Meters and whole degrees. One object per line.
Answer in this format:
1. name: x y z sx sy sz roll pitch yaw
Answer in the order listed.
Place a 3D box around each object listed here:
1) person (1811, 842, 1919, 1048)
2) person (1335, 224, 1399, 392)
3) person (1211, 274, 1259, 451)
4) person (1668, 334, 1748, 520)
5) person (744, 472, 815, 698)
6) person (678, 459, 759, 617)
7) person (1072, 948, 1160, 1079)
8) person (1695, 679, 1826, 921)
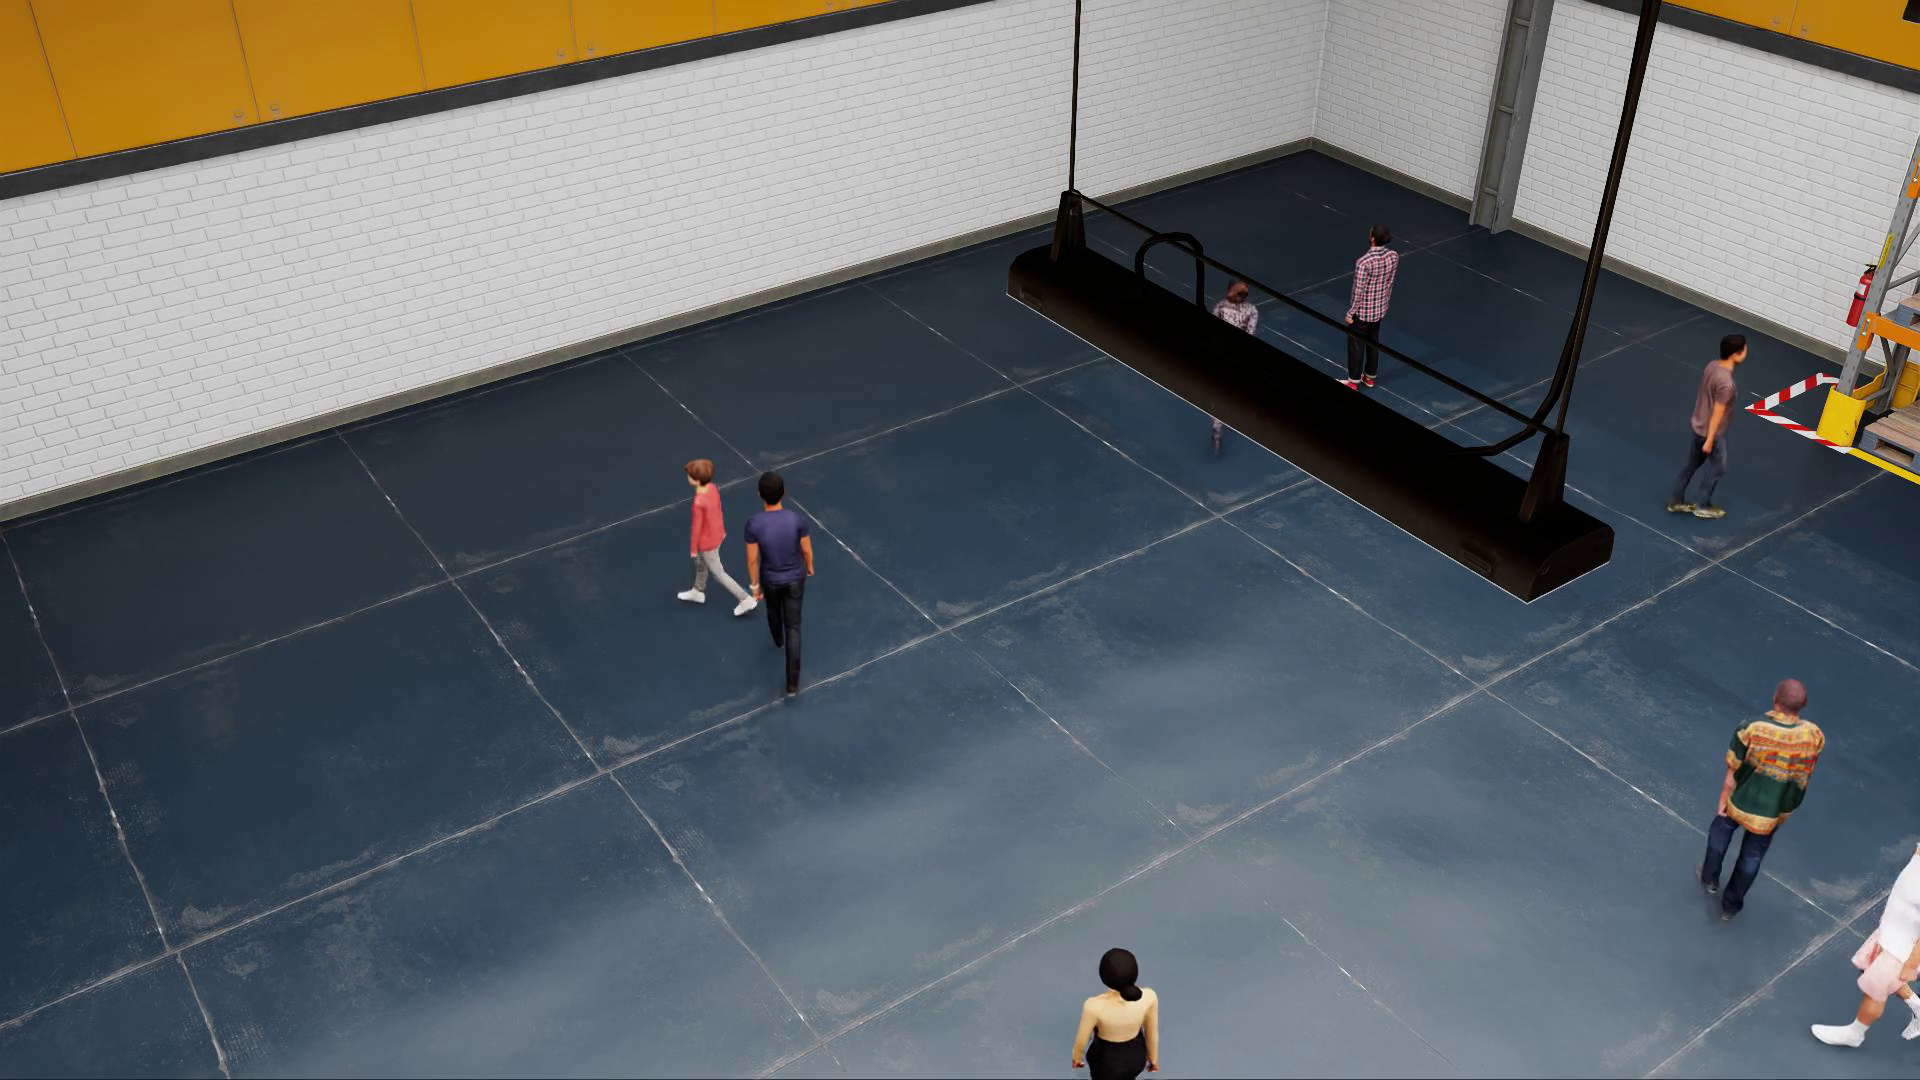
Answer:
1. person: 5.496 2.302 9.525 1.040 1.776 0.951 9 35 13
2. person: 4.036 -2.304 16.468 0.695 1.761 0.562 -21 39 -28
3. person: 2.508 -1.630 15.535 1.119 1.671 1.129 8 35 12
4. person: 6.440 -0.987 14.485 0.893 1.763 0.829 3 34 4
5. person: -1.324 0.355 12.484 1.042 1.744 1.247 -2 34 -3
6. person: -1.944 -0.003 13.335 0.982 1.397 0.903 6 34 9
7. person: 0.859 2.837 8.837 0.709 1.647 0.729 -6 34 -10
8. person: 5.028 1.688 10.435 0.858 1.791 0.923 11 35 17
